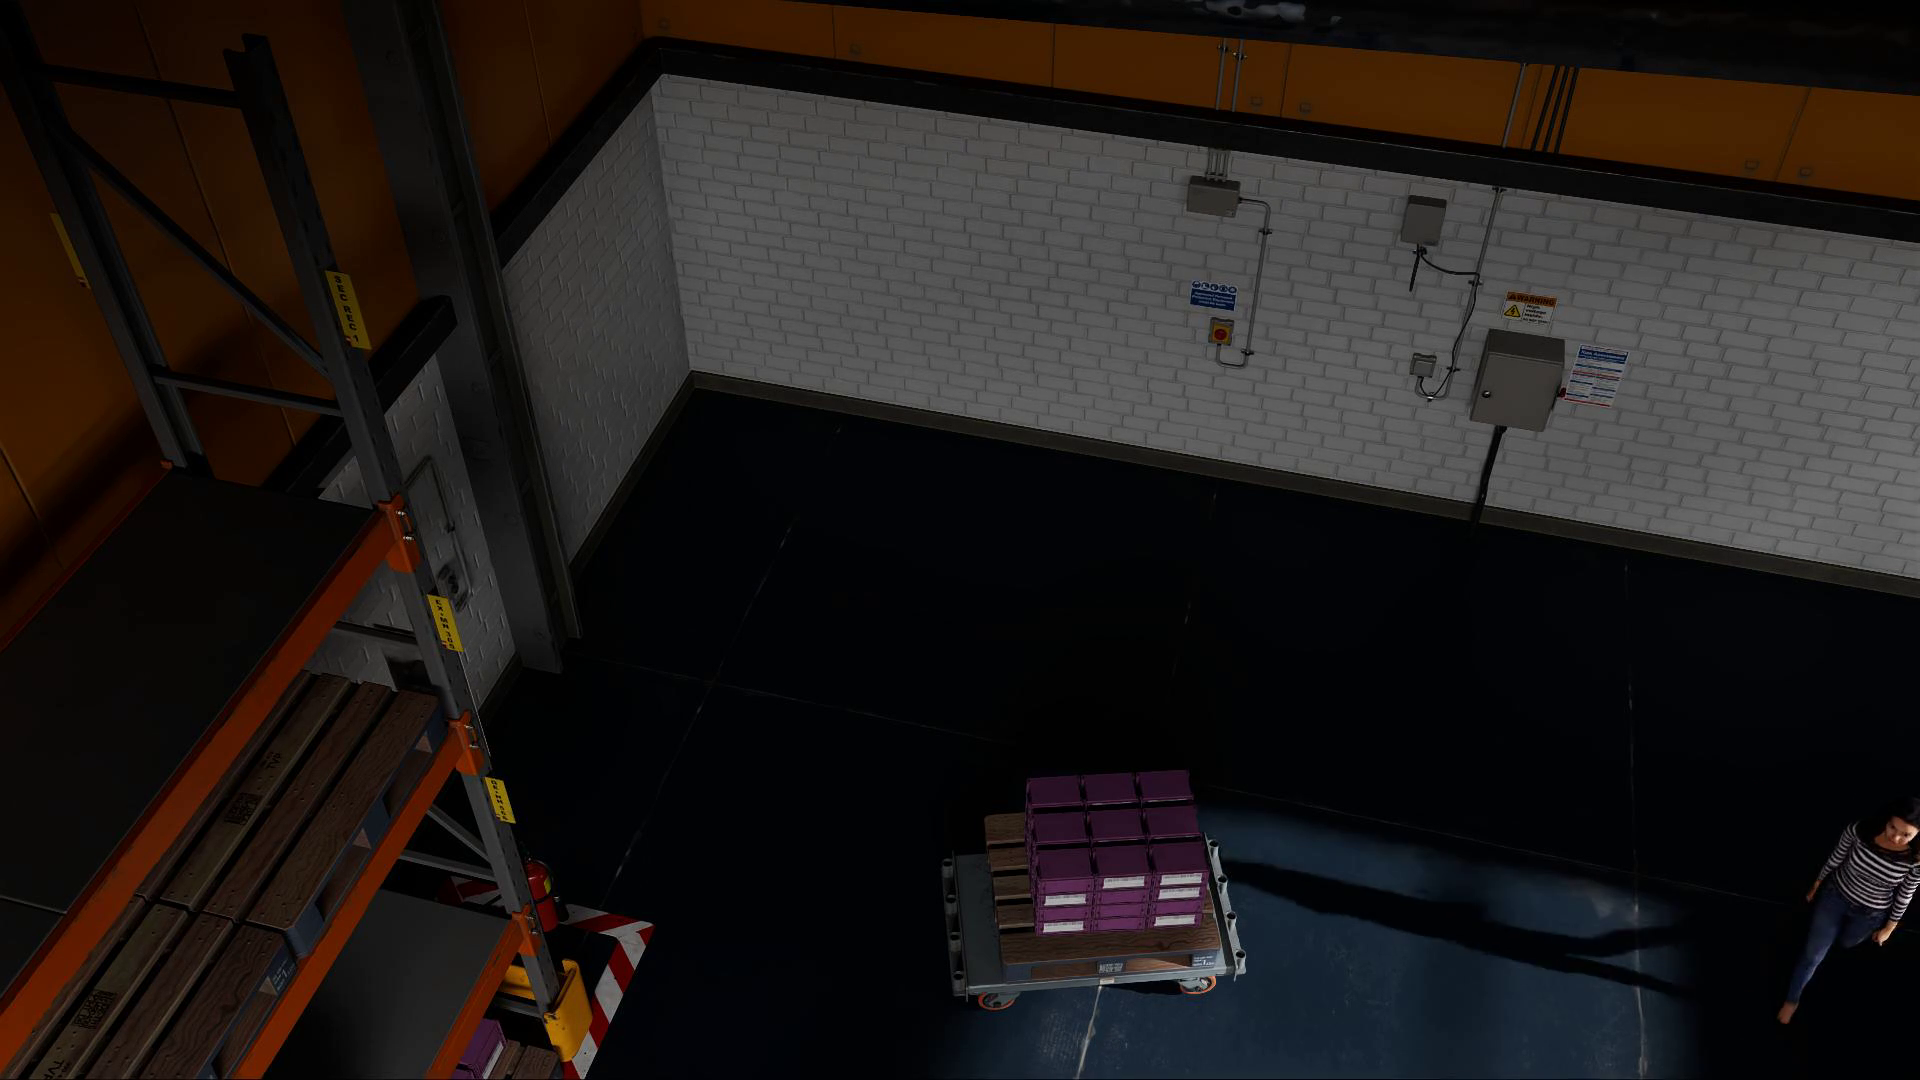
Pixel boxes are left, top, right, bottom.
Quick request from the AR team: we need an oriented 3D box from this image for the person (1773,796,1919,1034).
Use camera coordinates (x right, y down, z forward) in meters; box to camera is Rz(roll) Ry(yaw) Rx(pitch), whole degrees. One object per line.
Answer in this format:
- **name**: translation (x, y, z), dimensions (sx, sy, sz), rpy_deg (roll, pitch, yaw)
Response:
- **person**: translation (4.828, 1.930, 8.964), dimensions (0.871, 1.765, 1.169), rpy_deg (27, 50, 26)
